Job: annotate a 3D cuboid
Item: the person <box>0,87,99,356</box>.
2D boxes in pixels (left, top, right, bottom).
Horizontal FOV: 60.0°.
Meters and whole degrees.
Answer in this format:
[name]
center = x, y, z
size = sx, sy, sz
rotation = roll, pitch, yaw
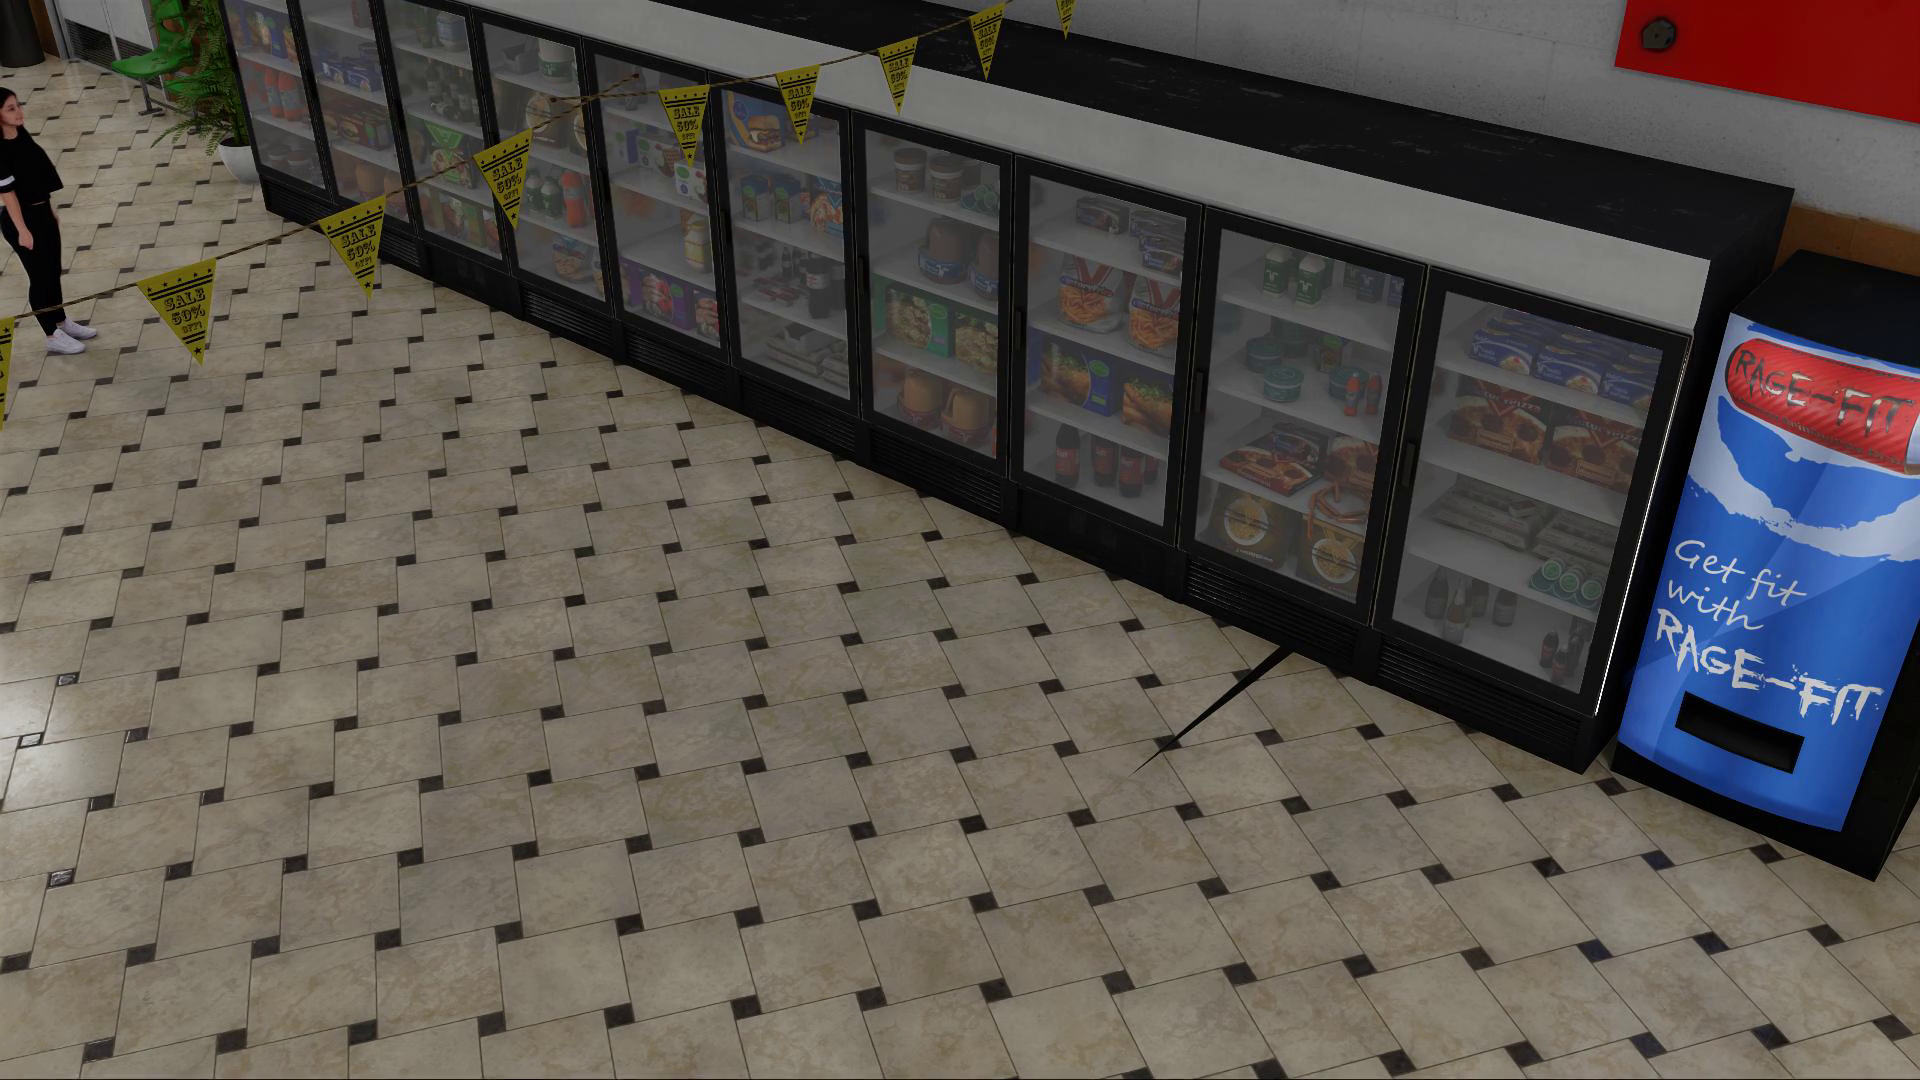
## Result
[person]
center = -5.626, -1.938, 10.081
size = 0.772, 1.638, 0.709
rotation = -2, 32, -3
